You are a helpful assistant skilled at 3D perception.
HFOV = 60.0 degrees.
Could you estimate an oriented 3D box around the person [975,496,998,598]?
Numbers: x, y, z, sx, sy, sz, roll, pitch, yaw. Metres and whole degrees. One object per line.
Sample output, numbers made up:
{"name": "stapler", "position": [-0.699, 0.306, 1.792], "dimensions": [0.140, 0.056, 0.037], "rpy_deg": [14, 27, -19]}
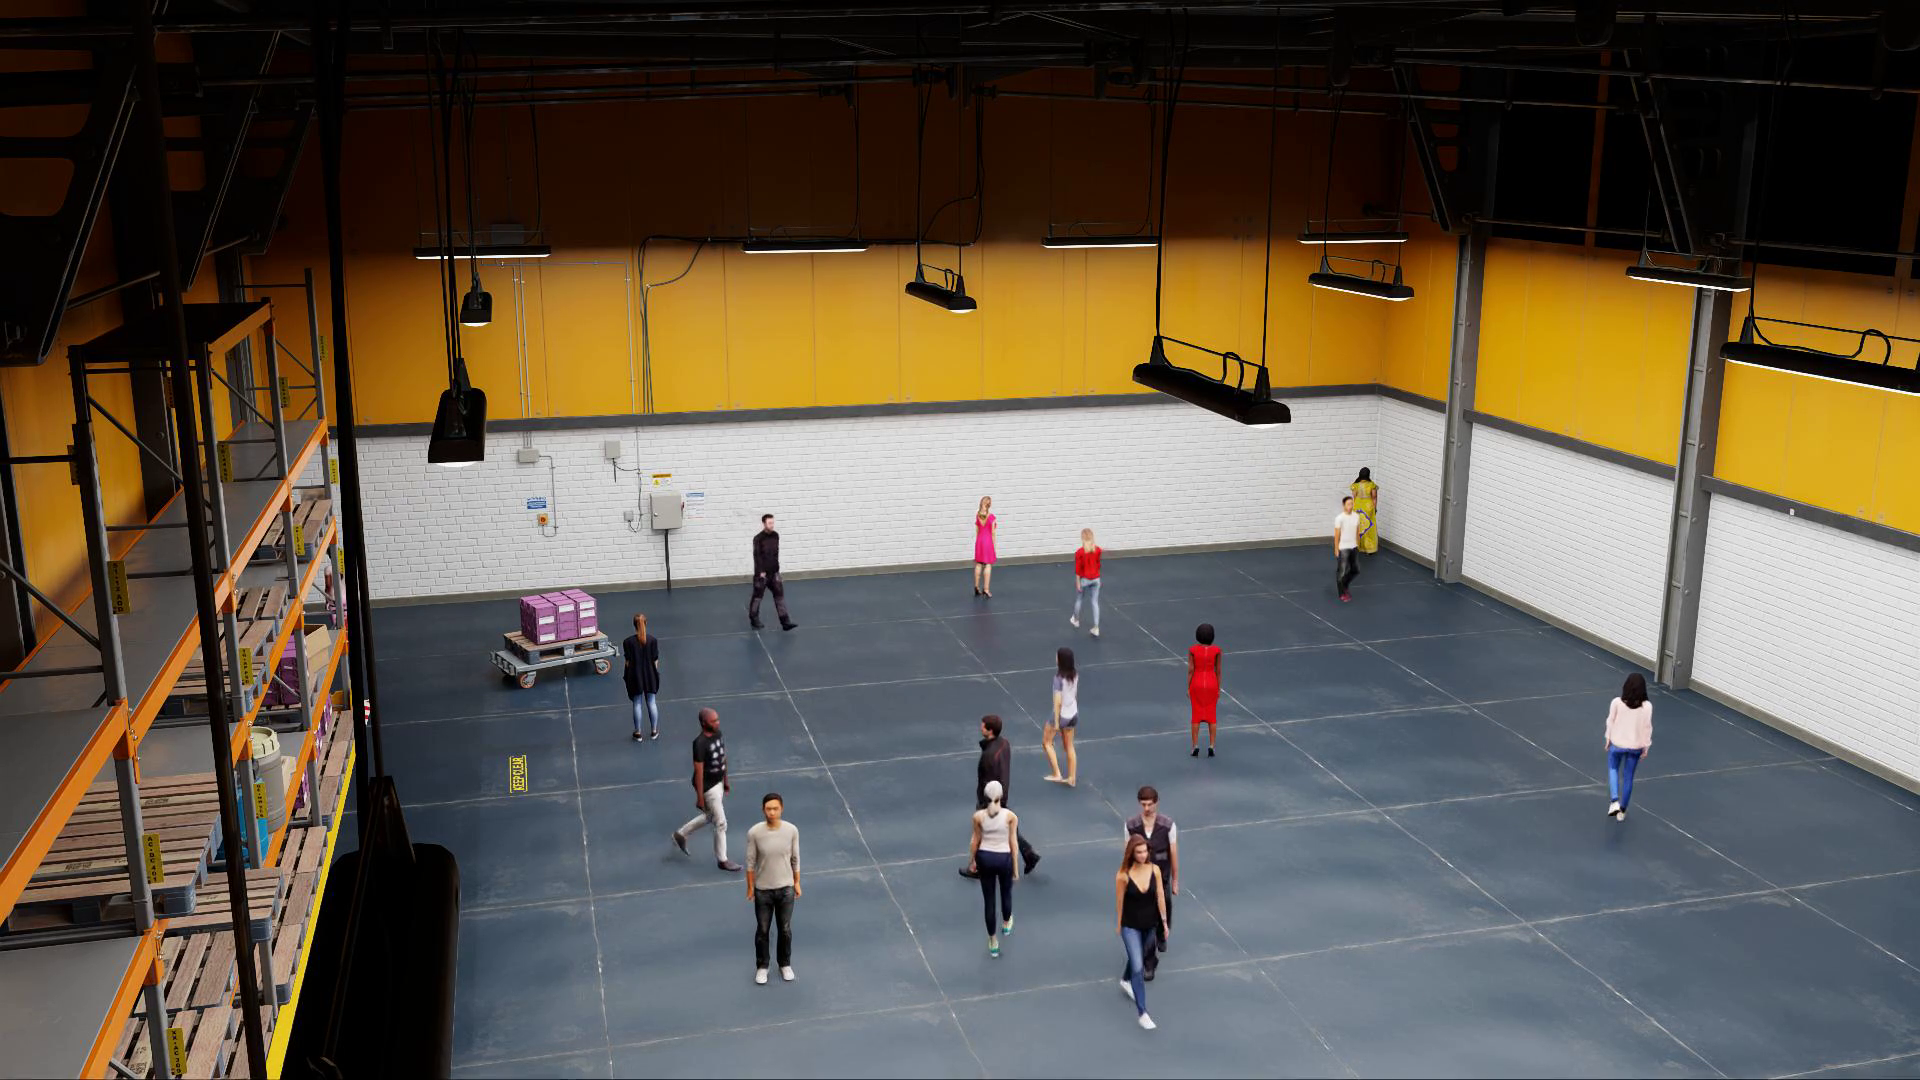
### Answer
{"name": "person", "position": [0.414, 0.100, 28.220], "dimensions": [0.646, 1.716, 0.730], "rpy_deg": [12, 18, 40]}

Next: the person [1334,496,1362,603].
{"name": "person", "position": [6.459, 0.125, 27.947], "dimensions": [0.706, 1.796, 0.686], "rpy_deg": [-6, 15, -23]}

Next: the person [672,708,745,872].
{"name": "person", "position": [-2.727, 2.626, 17.652], "dimensions": [1.088, 1.781, 1.155], "rpy_deg": [4, 14, 16]}

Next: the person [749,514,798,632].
{"name": "person", "position": [-3.099, 0.523, 26.166], "dimensions": [1.064, 1.862, 1.290], "rpy_deg": [-13, 18, -42]}

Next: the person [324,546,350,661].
{"name": "person", "position": [-9.250, 0.915, 24.797], "dimensions": [0.686, 1.745, 0.655], "rpy_deg": [11, 17, 38]}

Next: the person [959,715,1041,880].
{"name": "person", "position": [0.429, 2.694, 17.302], "dimensions": [1.147, 1.814, 1.150], "rpy_deg": [5, 14, 19]}

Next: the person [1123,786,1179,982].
{"name": "person", "position": [1.763, 3.133, 15.451], "dimensions": [0.884, 1.832, 1.029], "rpy_deg": [1, 14, 6]}

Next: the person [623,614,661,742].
{"name": "person", "position": [-4.094, 1.759, 21.440], "dimensions": [0.624, 1.684, 0.548], "rpy_deg": [-4, 14, -16]}

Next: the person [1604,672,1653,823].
{"name": "person", "position": [7.512, 2.369, 18.768], "dimensions": [0.849, 1.755, 0.910], "rpy_deg": [6, 15, 23]}

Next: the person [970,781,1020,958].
{"name": "person", "position": [0.327, 3.132, 15.762], "dimensions": [0.810, 1.687, 1.006], "rpy_deg": [1, 14, 4]}

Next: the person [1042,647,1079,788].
{"name": "person", "position": [1.304, 2.135, 19.811], "dimensions": [0.777, 1.720, 0.731], "rpy_deg": [12, 18, 40]}

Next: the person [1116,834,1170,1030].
{"name": "person", "position": [1.557, 3.381, 14.741], "dimensions": [0.690, 1.684, 1.107], "rpy_deg": [-6, 15, -22]}

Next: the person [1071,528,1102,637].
{"name": "person", "position": [2.051, 0.682, 25.931], "dimensions": [0.626, 1.664, 1.044], "rpy_deg": [-4, 14, -17]}

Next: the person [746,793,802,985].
{"name": "person", "position": [-1.718, 3.176, 15.314], "dimensions": [0.656, 1.811, 0.539], "rpy_deg": [-3, 14, -13]}

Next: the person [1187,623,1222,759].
{"name": "person", "position": [3.056, 1.880, 20.815], "dimensions": [0.627, 1.743, 0.600], "rpy_deg": [1, 14, 4]}

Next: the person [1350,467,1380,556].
{"name": "person", "position": [7.531, -0.551, 31.027], "dimensions": [1.000, 1.660, 1.036], "rpy_deg": [6, 15, 23]}
